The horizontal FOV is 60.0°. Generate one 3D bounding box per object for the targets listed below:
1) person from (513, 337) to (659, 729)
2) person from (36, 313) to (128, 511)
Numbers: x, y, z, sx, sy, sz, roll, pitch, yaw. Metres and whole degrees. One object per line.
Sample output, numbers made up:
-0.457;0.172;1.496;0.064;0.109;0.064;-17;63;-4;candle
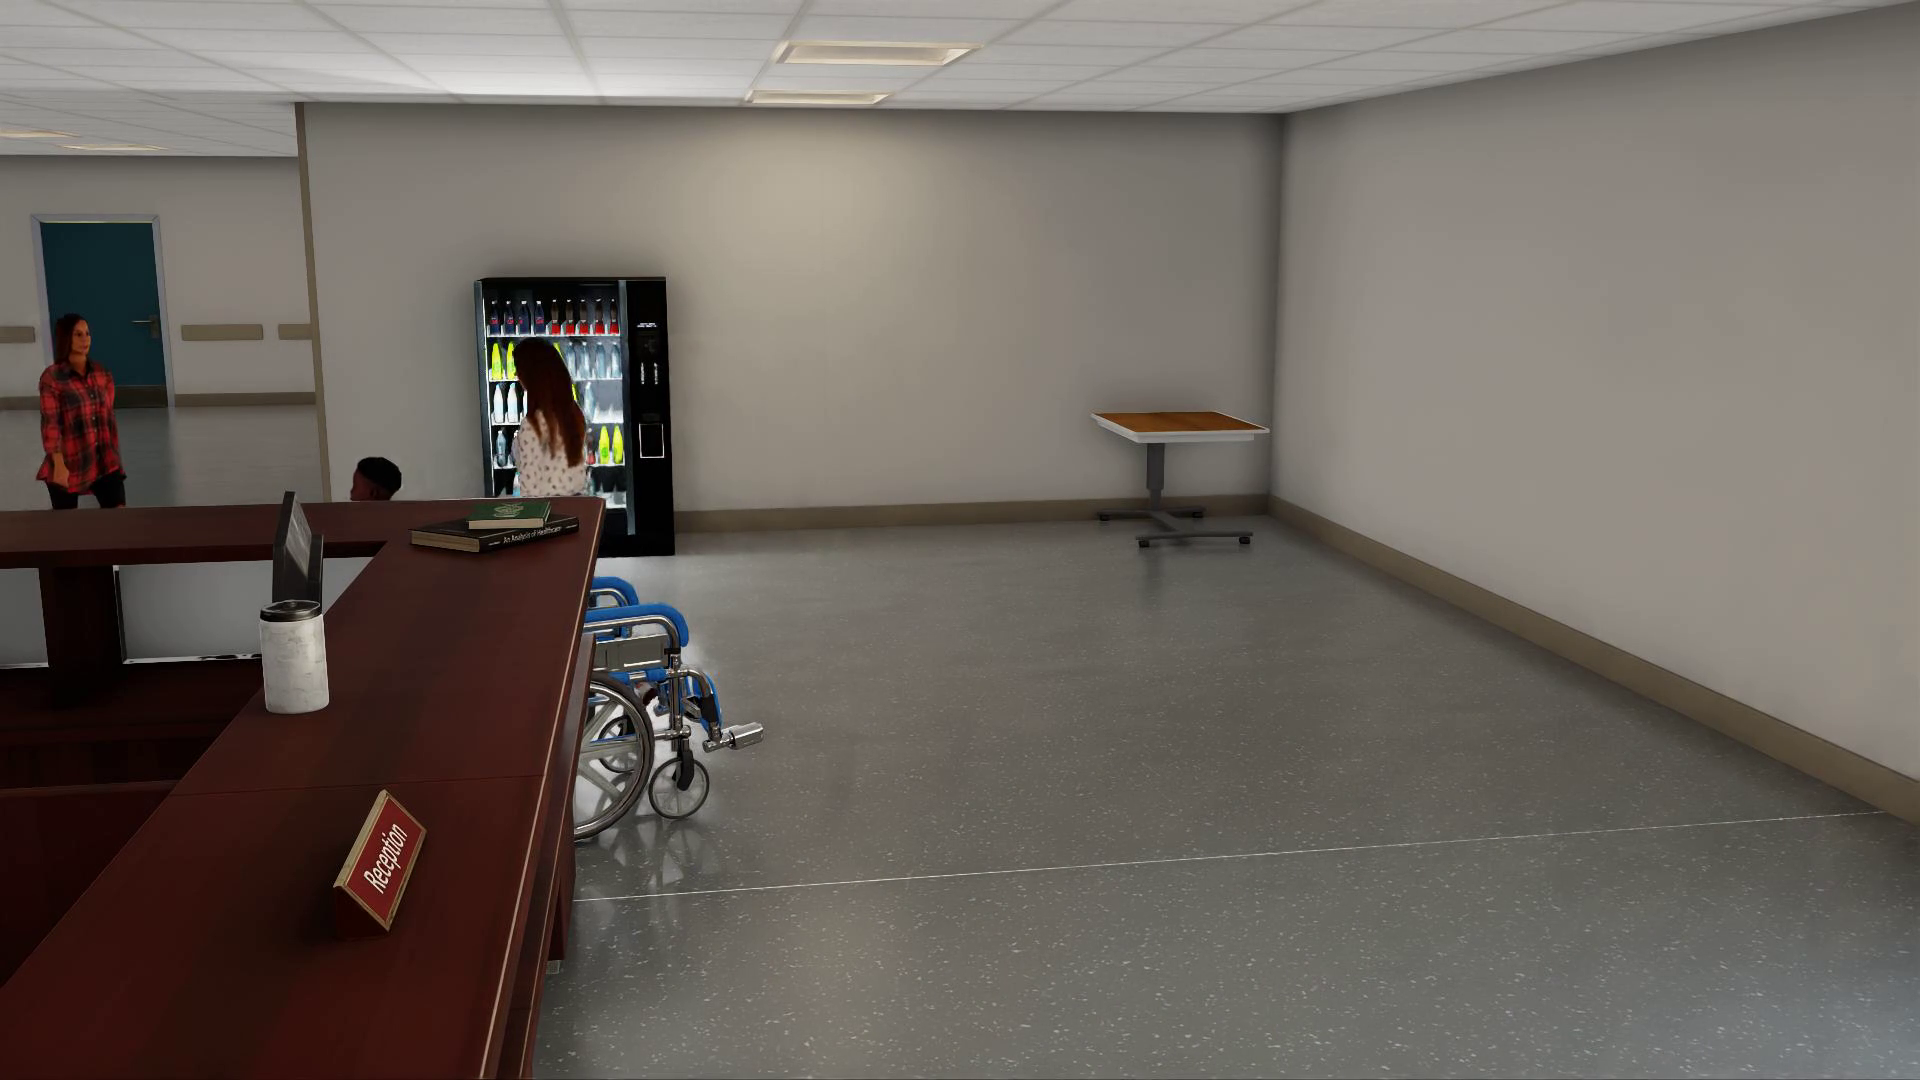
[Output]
-1.655;-0.002;7.184;1.144;1.698;1.005;5;12;24;person
-5.040;-0.413;9.456;1.185;1.658;1.079;6;12;29;person
